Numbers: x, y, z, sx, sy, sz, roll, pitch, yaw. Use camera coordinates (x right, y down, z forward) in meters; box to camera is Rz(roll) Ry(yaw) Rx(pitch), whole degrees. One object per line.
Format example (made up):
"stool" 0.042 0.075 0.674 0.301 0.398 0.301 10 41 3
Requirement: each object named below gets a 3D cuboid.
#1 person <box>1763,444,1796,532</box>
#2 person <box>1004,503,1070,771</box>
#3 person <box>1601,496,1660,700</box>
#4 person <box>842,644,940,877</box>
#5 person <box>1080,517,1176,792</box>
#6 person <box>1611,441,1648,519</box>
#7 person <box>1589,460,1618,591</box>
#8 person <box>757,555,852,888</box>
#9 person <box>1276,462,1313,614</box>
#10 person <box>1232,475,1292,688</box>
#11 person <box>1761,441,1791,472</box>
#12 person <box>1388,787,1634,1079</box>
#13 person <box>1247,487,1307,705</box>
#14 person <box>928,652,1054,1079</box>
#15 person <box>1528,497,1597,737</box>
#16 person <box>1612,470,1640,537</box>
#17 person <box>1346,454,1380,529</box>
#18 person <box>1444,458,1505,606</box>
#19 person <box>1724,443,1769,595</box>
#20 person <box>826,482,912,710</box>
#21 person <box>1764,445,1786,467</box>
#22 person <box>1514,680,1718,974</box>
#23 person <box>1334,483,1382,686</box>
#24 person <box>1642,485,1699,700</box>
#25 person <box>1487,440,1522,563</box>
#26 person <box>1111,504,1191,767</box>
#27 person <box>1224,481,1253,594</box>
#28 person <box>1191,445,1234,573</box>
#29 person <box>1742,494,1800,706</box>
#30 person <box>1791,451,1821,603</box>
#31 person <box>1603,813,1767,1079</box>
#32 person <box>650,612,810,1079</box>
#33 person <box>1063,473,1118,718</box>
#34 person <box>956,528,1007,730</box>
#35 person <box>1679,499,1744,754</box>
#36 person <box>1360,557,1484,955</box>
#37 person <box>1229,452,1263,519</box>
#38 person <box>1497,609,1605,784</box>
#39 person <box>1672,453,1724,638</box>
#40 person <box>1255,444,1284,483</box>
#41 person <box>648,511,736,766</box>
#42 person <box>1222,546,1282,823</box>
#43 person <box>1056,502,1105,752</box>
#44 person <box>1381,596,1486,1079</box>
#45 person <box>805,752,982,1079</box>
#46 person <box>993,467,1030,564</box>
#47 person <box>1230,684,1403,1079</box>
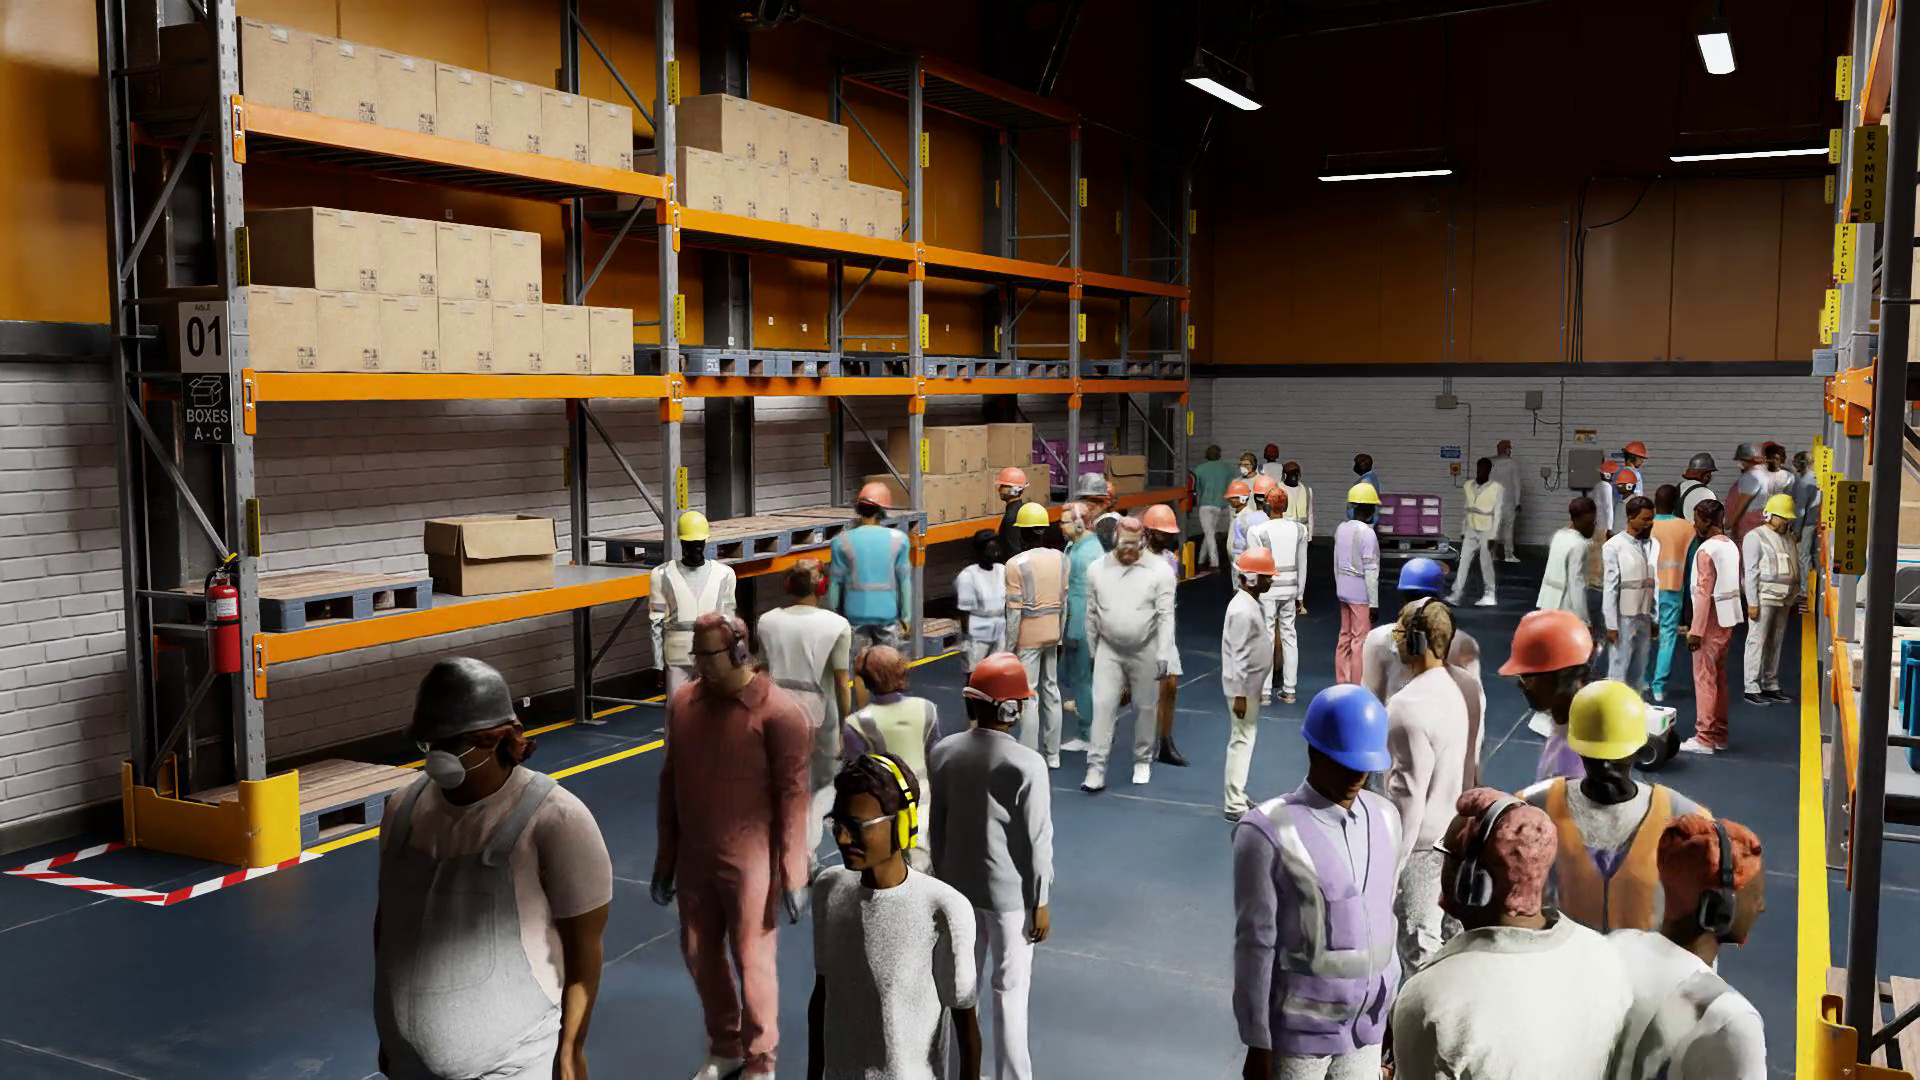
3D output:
"person" 10.922 -0.311 22.415 0.601 1.967 0.369 1 6 16
"person" 0.519 0.699 11.759 0.587 1.928 0.362 -5 7 -43
"person" 5.179 0.608 12.862 0.597 1.909 0.405 -3 6 -32
"person" -0.237 1.267 7.316 0.532 1.615 0.570 -4 7 -38
"person" 1.124 0.782 11.225 0.641 1.859 0.910 2 6 16
"person" 8.633 -0.252 21.430 0.396 2.033 0.605 0 5 -4
"person" 8.660 -0.195 22.303 0.342 1.748 0.573 1 5 5
"person" -0.856 1.000 9.039 0.571 1.830 0.548 2 6 20
"person" 3.962 -0.020 19.960 0.624 1.844 0.429 -1 5 -12
"person" 2.752 0.380 15.141 0.551 1.934 0.372 1 5 7
"person" 11.106 -0.360 22.819 0.612 1.989 0.390 -2 6 -16
"person" 1.111 1.471 3.538 0.642 1.913 0.409 -4 6 -34
"person" 2.712 0.482 14.329 0.575 1.884 0.355 -2 6 -19
"person" 0.135 1.294 6.279 0.564 1.752 0.339 5 7 42
"person" 4.736 0.598 13.082 0.464 1.888 0.855 1 5 6
"person" 7.885 0.044 19.727 0.330 1.750 0.572 0 5 2
"person" 5.392 -0.235 22.269 0.429 1.842 0.633 2 6 17
"person" 6.349 -0.083 20.535 0.912 1.856 0.680 -4 7 -35
"person" 10.294 -0.287 21.761 0.657 2.000 0.703 2 6 22
"person" -0.705 0.566 12.701 0.650 2.021 0.419 -1 5 -14
"person" 11.910 -0.449 24.334 0.586 1.883 0.342 -3 6 -33
"person" 1.895 1.347 4.893 0.600 1.904 0.502 2 6 21
"person" 3.388 0.479 14.118 0.368 1.929 0.585 -2 6 -16
"person" 6.238 0.447 14.764 0.585 1.874 0.882 3 6 27
"person" 8.437 -0.598 25.824 0.407 1.910 0.639 -5 7 -41
"person" 1.331 0.677 12.168 0.563 1.910 0.808 -5 7 -41
"person" 2.988 0.238 17.729 0.364 1.741 0.562 -1 5 -10
"person" 3.669 -0.457 24.514 0.718 1.876 0.983 -1 5 -13
"person" 7.002 0.512 14.330 0.588 1.822 0.403 -3 6 -29
"person" 10.713 -0.164 21.081 0.622 1.931 0.383 -5 7 -45
"person" 1.538 1.506 3.658 1.031 1.833 0.559 0 5 1
"person" -0.887 1.221 6.407 0.670 1.892 0.394 3 6 33
"person" 1.057 0.455 13.777 0.538 2.000 0.689 -1 5 -12
"person" 0.183 0.735 12.711 0.544 1.675 0.381 -4 7 -37
"person" 5.642 0.645 12.477 0.415 1.907 0.595 5 7 40
"person" 2.244 1.051 8.054 0.632 1.917 0.675 -1 5 -10
"person" 3.592 -0.120 20.594 0.368 1.932 0.623 -5 7 -43
"person" 1.969 1.229 5.628 0.832 2.003 0.636 2 6 21
"person" 8.054 0.050 18.135 0.536 2.000 0.684 -1 5 -10
"person" 4.631 -0.488 24.760 0.581 1.884 0.351 0 5 -4
"person" -1.754 0.771 10.985 0.585 1.928 0.365 -2 6 -21
"person" 1.835 0.907 10.483 0.353 1.745 0.573 2 6 17
"person" 0.890 0.655 12.460 0.412 1.885 0.649 0 5 1
"person" 1.807 1.184 6.478 0.372 1.940 0.627 4 7 39
"person" -0.192 1.440 4.093 0.535 1.869 0.312 4 6 34
"person" 0.494 0.319 15.469 0.369 1.996 0.622 1 5 11
"person" 1.020 1.354 4.652 0.603 1.937 0.402 -3 6 -32
